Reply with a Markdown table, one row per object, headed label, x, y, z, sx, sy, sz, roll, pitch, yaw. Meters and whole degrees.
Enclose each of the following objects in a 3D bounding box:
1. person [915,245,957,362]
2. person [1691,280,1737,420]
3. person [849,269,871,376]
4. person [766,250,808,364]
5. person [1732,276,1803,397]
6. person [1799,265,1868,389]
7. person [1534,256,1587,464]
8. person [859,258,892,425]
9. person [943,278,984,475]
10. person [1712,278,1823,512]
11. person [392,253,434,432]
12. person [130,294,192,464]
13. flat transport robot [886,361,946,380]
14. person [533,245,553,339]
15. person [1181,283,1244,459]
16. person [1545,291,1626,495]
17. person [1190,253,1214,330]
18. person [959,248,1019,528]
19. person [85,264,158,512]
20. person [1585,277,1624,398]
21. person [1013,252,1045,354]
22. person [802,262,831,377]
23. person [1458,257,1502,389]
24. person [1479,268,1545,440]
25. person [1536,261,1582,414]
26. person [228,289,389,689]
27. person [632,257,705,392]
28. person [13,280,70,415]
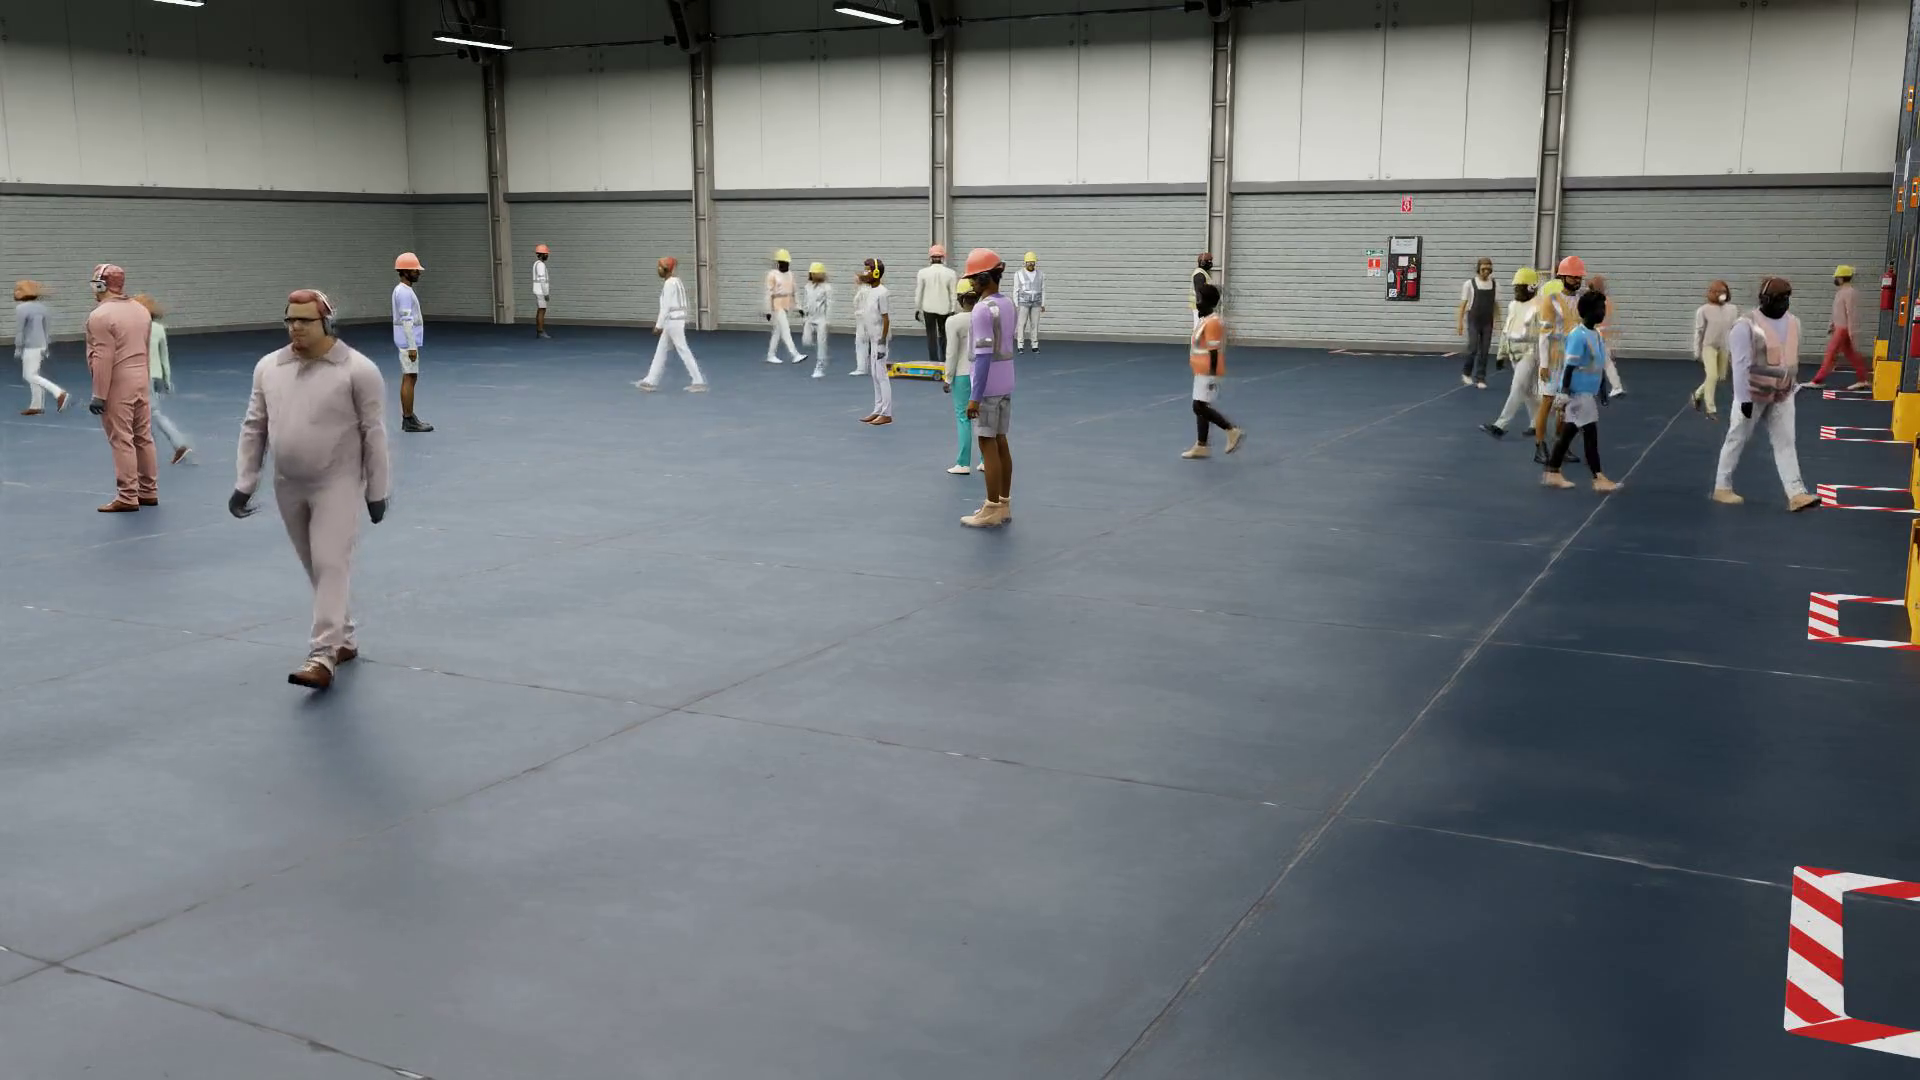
| label | x | y | z | sx | sy | sz | roll | pitch | yaw |
| --- | --- | --- | --- | --- | --- | --- | --- | --- | --- |
| person | -0.398 | -3.588 | 25.907 | 0.616 | 1.971 | 0.702 | -2 | 11 | -13 |
| person | 8.786 | -2.230 | 19.448 | 0.501 | 1.615 | 0.653 | -2 | 11 | -11 |
| person | -1.420 | -3.316 | 25.313 | 0.505 | 1.621 | 0.519 | -2 | 11 | -9 |
| person | -2.866 | -3.844 | 27.565 | 0.998 | 1.870 | 0.594 | 6 | 12 | 31 |
| person | 10.567 | -2.623 | 21.611 | 0.784 | 1.615 | 0.519 | 6 | 12 | 29 |
| person | 12.194 | -2.933 | 23.004 | 0.915 | 1.715 | 0.547 | 3 | 11 | 15 |
| person | 5.655 | -1.675 | 15.547 | 0.547 | 1.939 | 0.376 | -4 | 11 | -21 |
| person | -0.942 | -2.230 | 18.760 | 0.335 | 1.873 | 0.519 | -3 | 11 | -16 |
| person | 0.082 | -1.464 | 14.862 | 0.523 | 1.769 | 0.320 | -6 | 12 | -32 |
| person | 6.276 | -1.118 | 12.899 | 0.634 | 1.792 | 0.934 | -2 | 11 | -13 |
| person | -5.974 | -2.146 | 18.114 | 0.359 | 1.938 | 0.547 | -4 | 11 | -22 |
| person | -7.582 | -1.508 | 15.581 | 0.845 | 1.591 | 0.496 | 3 | 11 | 14 |
| flat transport robot | -0.402 | -2.530 | 24.754 | 1.431 | 0.197 | 0.652 | 7 | 13 | 35 |
| person | -8.605 | -5.111 | 34.311 | 0.381 | 1.933 | 0.548 | -4 | 11 | -21 |
| person | 2.394 | -1.590 | 15.786 | 0.493 | 1.683 | 0.540 | 0 | 10 | 2 |
| person | 5.239 | -1.212 | 13.755 | 0.798 | 1.661 | 0.564 | 8 | 13 | 36 |
| person | 4.024 | -3.824 | 27.530 | 0.429 | 1.842 | 0.629 | 3 | 11 | 13 |
| person | 0.197 | -1.103 | 12.161 | 0.382 | 2.037 | 0.606 | 4 | 11 | 21 |
| person | -6.520 | -1.171 | 12.879 | 0.406 | 1.911 | 0.639 | 1 | 10 | 7 |
| person | 8.384 | -2.664 | 21.888 | 0.520 | 1.597 | 0.863 | -7 | 13 | -34 |
| person | 1.258 | -4.263 | 29.947 | 0.601 | 1.830 | 0.403 | -3 | 11 | -14 |
| person | -2.154 | -3.307 | 24.989 | 0.511 | 1.728 | 0.372 | 7 | 12 | 32 |
| person | 7.214 | -2.993 | 23.038 | 0.550 | 1.826 | 0.386 | -1 | 10 | -5 |
| person | 5.830 | -1.935 | 17.389 | 0.927 | 1.781 | 0.623 | -3 | 11 | -16 |
| person | 7.158 | -2.413 | 19.837 | 0.429 | 1.841 | 0.633 | -6 | 12 | -29 |
| person | -3.123 | -0.237 | 7.906 | 0.649 | 1.871 | 0.850 | 2 | 11 | 12 |
| person | -3.945 | -2.906 | 22.565 | 1.005 | 1.832 | 0.595 | -2 | 11 | -9 |
| person | -10.876 | -2.261 | 19.629 | 0.585 | 1.611 | 0.507 | 0 | 10 | -2 |
